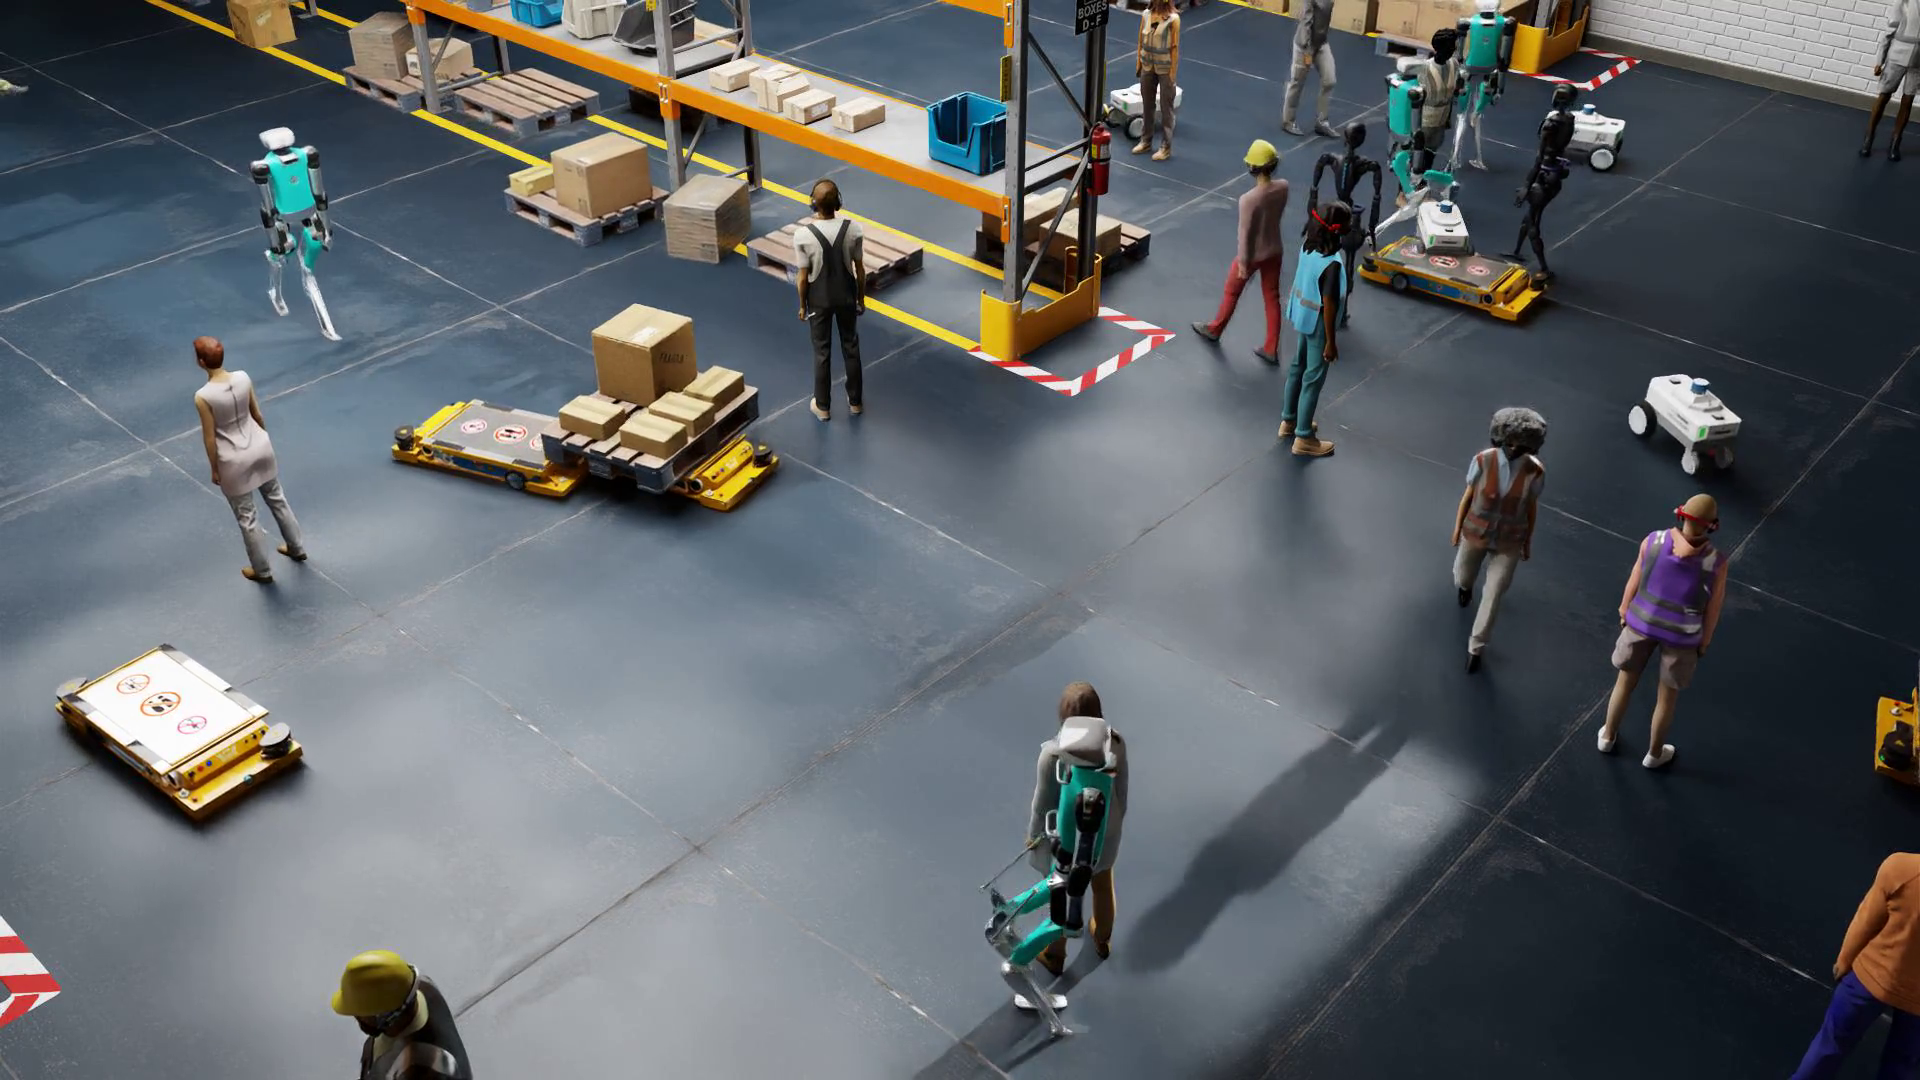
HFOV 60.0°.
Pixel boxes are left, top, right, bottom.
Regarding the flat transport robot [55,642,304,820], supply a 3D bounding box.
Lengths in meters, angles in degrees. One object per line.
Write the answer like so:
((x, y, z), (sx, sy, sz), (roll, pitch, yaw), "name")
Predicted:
((-4.397, 1.029, 9.319), (1.431, 0.231, 0.659), (24, 41, 30), "flat transport robot")

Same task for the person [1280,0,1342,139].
((3.561, -4.873, 16.464), (0.540, 1.872, 0.767), (-23, 41, -30), "person")

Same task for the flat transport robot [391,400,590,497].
((-3.242, -0.670, 11.781), (1.431, 0.231, 0.659), (13, 37, 18), "flat transport robot")

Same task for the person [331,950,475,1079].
((-2.007, 2.200, 6.260), (0.403, 1.820, 0.600), (-13, 37, -18), "person")

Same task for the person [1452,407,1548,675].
((3.121, -0.073, 9.684), (0.442, 1.663, 0.681), (13, 37, 18), "person")

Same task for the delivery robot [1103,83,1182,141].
((1.887, -4.446, 16.975), (0.733, 0.566, 0.503), (-15, 37, -21), "delivery robot")

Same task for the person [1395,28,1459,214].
((4.252, -3.804, 15.067), (0.533, 1.692, 0.320), (-20, 39, -27), "person")

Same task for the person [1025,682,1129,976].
((0.534, 1.323, 7.662), (0.487, 1.661, 0.340), (-13, 37, -18), "person")

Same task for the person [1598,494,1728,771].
((3.738, 0.488, 8.848), (0.480, 1.693, 0.349), (23, 41, 30), "person")

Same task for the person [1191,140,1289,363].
((2.232, -2.239, 12.768), (0.533, 1.732, 0.807), (-21, 40, -28), "person")

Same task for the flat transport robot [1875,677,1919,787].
((5.785, 1.225, 9.035), (1.431, 0.231, 0.659), (15, 37, 21), "flat transport robot")

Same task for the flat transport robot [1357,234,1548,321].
((4.155, -2.235, 14.048), (1.431, 0.231, 0.659), (24, 41, 30), "flat transport robot")

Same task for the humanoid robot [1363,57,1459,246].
((4.010, -3.305, 14.356), (1.041, 1.777, 0.550), (-10, 36, -14), "humanoid robot")

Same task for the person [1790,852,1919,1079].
((3.834, 1.777, 6.741), (0.517, 1.974, 0.403), (19, 39, 25), "person")

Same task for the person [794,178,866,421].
((-0.919, -1.711, 11.903), (0.507, 1.846, 0.346), (-10, 36, -14), "person")

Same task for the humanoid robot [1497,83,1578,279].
((4.890, -3.027, 13.982), (0.612, 1.640, 0.608), (26, 42, 32), "humanoid robot")

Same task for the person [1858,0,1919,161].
((9.163, -4.633, 16.068), (0.548, 1.927, 0.390), (13, 37, 18), "person")

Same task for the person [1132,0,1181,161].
((1.899, -4.559, 16.096), (0.454, 1.768, 0.342), (25, 42, 32), "person")

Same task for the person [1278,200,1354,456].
((2.467, -1.472, 11.536), (0.377, 1.865, 0.545), (-6, 35, -9), "person")

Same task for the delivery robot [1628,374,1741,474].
((5.182, -0.876, 11.832), (0.499, 0.599, 0.784), (-8, 35, -11), "delivery robot")

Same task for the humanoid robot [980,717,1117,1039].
((0.318, 1.513, 7.340), (0.671, 1.814, 0.532), (1, 35, 2), "humanoid robot")

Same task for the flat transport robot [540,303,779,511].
((-2.052, -0.610, 11.693), (1.431, 0.231, 0.659), (17, 38, 23), "flat transport robot")

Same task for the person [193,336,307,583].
((-4.451, -0.505, 10.325), (0.309, 1.649, 0.434), (19, 39, 26), "person")

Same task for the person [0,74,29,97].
((-10.573, -5.430, 17.354), (0.996, 1.770, 0.643), (-15, 37, -20), "person")

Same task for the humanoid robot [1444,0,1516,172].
((4.883, -4.349, 15.807), (0.620, 1.763, 0.766), (3, 35, 4), "humanoid robot")

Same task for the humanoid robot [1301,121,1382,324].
((3.021, -2.514, 13.209), (0.610, 1.649, 0.308), (13, 37, 18), "humanoid robot")

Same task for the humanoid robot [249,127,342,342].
((-5.347, -2.475, 13.129), (0.996, 1.768, 0.532), (29, 44, 35), "humanoid robot")

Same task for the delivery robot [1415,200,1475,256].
((4.164, -2.642, 14.374), (0.499, 0.581, 0.774), (3, 35, 4), "delivery robot")

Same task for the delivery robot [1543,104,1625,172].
((6.121, -3.962, 16.301), (0.802, 0.598, 0.499), (14, 37, 20), "delivery robot")
